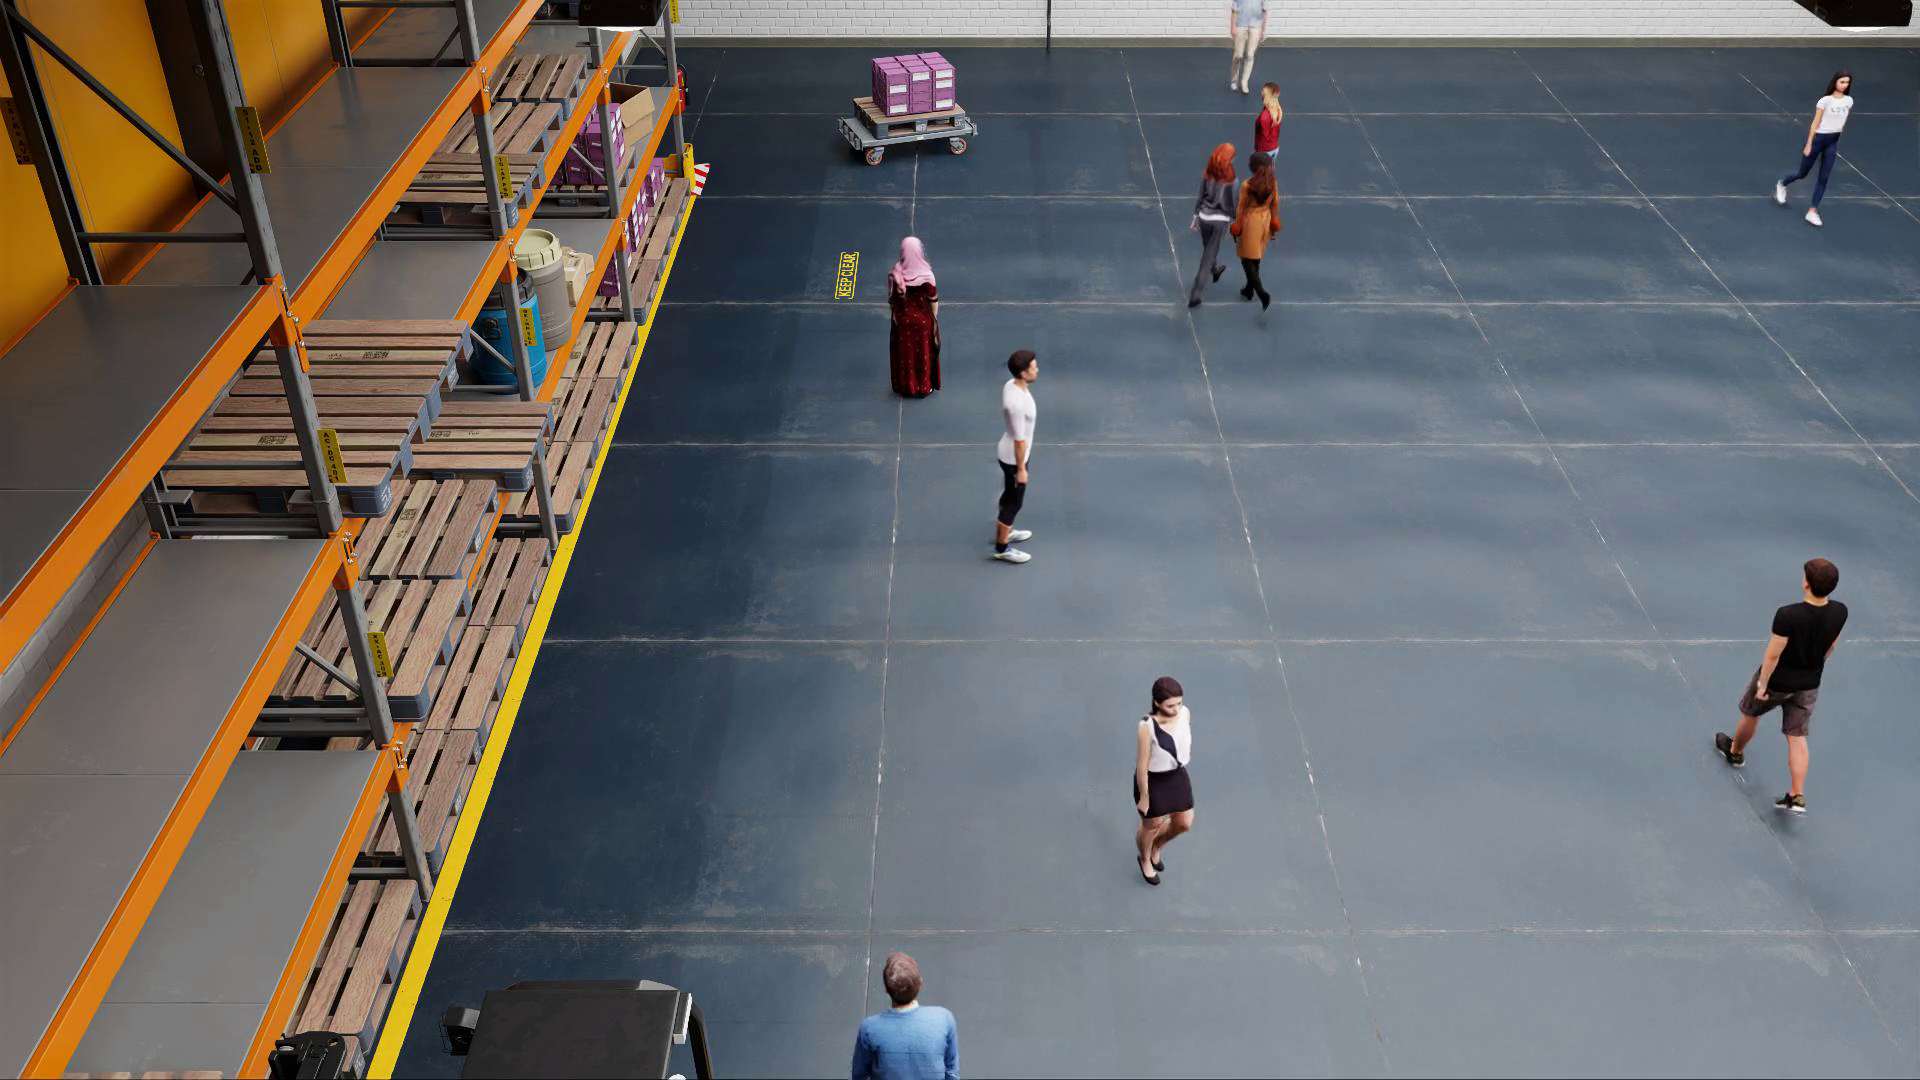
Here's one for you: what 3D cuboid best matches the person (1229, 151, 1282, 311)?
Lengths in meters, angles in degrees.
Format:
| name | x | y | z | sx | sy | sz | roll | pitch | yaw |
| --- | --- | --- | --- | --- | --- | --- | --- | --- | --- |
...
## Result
| name | x | y | z | sx | sy | sz | roll | pitch | yaw |
| --- | --- | --- | --- | --- | --- | --- | --- | --- | --- |
| person | 3.093 | -3.174 | 17.275 | 0.949 | 1.709 | 1.139 | -9 | 35 | -13 |

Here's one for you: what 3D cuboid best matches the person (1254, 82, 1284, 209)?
| name | x | y | z | sx | sy | sz | roll | pitch | yaw |
| --- | --- | --- | --- | --- | --- | --- | --- | --- | --- |
| person | 3.565 | -4.531 | 19.384 | 0.746 | 1.634 | 0.651 | 22 | 39 | 29 |

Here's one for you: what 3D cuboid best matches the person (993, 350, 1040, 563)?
| name | x | y | z | sx | sy | sz | roll | pitch | yaw |
| --- | --- | --- | --- | --- | --- | --- | --- | --- | --- |
| person | 0.436 | -0.691 | 13.417 | 0.728 | 1.844 | 0.493 | 1 | 34 | 1 |

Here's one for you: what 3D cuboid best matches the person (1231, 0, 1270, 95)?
| name | x | y | z | sx | sy | sz | roll | pitch | yaw |
| --- | --- | --- | --- | --- | --- | --- | --- | --- | --- |
| person | 4.019 | -7.179 | 23.189 | 0.643 | 1.832 | 0.611 | 0 | 34 | -1 |

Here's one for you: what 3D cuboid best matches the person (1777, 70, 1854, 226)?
| name | x | y | z | sx | sy | sz | roll | pitch | yaw |
| --- | --- | --- | --- | --- | --- | --- | --- | --- | --- |
| person | 10.004 | -4.626 | 19.423 | 0.714 | 1.749 | 1.105 | -5 | 34 | -7 |

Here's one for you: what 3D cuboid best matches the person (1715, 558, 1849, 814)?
| name | x | y | z | sx | sy | sz | roll | pitch | yaw |
| --- | --- | --- | --- | --- | --- | --- | --- | --- | --- |
| person | 5.504 | 0.966 | 10.928 | 0.649 | 1.840 | 1.152 | 0 | 34 | 0 |

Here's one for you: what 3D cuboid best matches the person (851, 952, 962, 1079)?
| name | x | y | z | sx | sy | sz | roll | pitch | yaw |
| --- | --- | --- | --- | --- | --- | --- | --- | --- | --- |
| person | -0.238 | 2.807 | 8.201 | 0.810 | 1.792 | 1.027 | -7 | 34 | -10 |

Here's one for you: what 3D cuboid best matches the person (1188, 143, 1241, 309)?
| name | x | y | z | sx | sy | sz | roll | pitch | yaw |
| --- | --- | --- | --- | --- | --- | --- | --- | --- | --- |
| person | 2.603 | -3.229 | 17.336 | 1.022 | 1.732 | 1.191 | 19 | 38 | 26 |

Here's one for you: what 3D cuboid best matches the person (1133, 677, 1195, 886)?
| name | x | y | z | sx | sy | sz | roll | pitch | yaw |
| --- | --- | --- | --- | --- | --- | --- | --- | --- | --- |
| person | 1.196 | 1.474 | 10.348 | 0.681 | 1.637 | 0.722 | -21 | 39 | -28 |

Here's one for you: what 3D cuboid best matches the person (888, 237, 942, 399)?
| name | x | y | z | sx | sy | sz | roll | pitch | yaw |
| --- | --- | --- | --- | --- | --- | --- | --- | --- | --- |
| person | -0.440 | -2.105 | 15.730 | 0.700 | 1.638 | 0.657 | 6 | 34 | 9 |
